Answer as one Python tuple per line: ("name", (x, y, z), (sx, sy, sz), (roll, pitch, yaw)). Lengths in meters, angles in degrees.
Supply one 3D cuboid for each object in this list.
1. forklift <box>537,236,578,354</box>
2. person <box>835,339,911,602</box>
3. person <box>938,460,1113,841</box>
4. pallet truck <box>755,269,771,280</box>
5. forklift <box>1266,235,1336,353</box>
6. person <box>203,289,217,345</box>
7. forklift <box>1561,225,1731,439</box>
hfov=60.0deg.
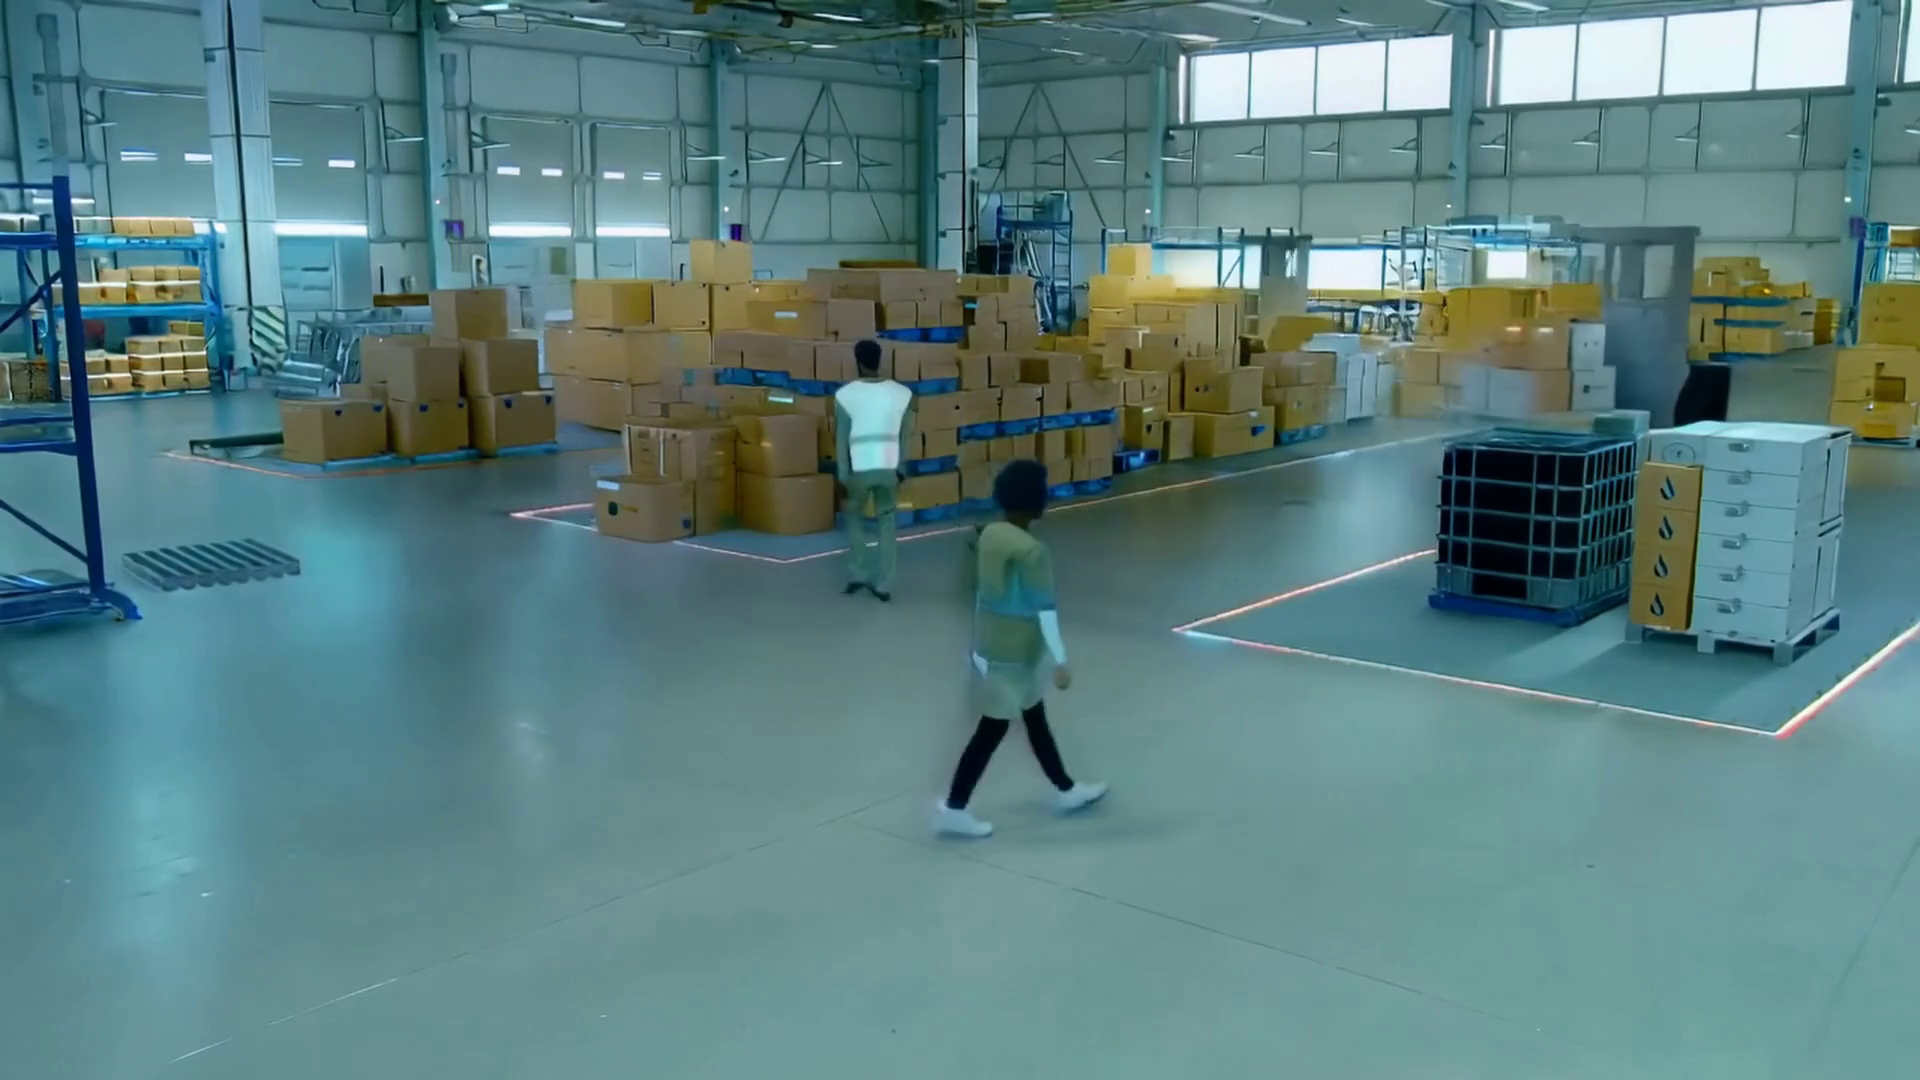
("forklift", (-9.435, -5.765, 39.216), (1.873, 2.768, 1.129), (8, 13, 40))
("person", (-0.643, -0.510, 12.104), (0.583, 1.892, 0.619), (-3, 10, -18))
("person", (0.283, 0.473, 7.185), (0.884, 1.642, 0.548), (-4, 11, -20))
("pallet truck", (-4.996, -6.432, 45.525), (1.885, 1.965, 0.823), (-6, 12, -32))
("forklift", (7.102, -5.161, 35.778), (1.129, 2.768, 1.873), (-7, 12, -35))
("person", (-15.556, -4.354, 34.551), (0.871, 1.694, 0.493), (-6, 12, -32))
("forklift", (8.835, -2.597, 21.179), (1.873, 2.768, 1.129), (-5, 11, -27))
